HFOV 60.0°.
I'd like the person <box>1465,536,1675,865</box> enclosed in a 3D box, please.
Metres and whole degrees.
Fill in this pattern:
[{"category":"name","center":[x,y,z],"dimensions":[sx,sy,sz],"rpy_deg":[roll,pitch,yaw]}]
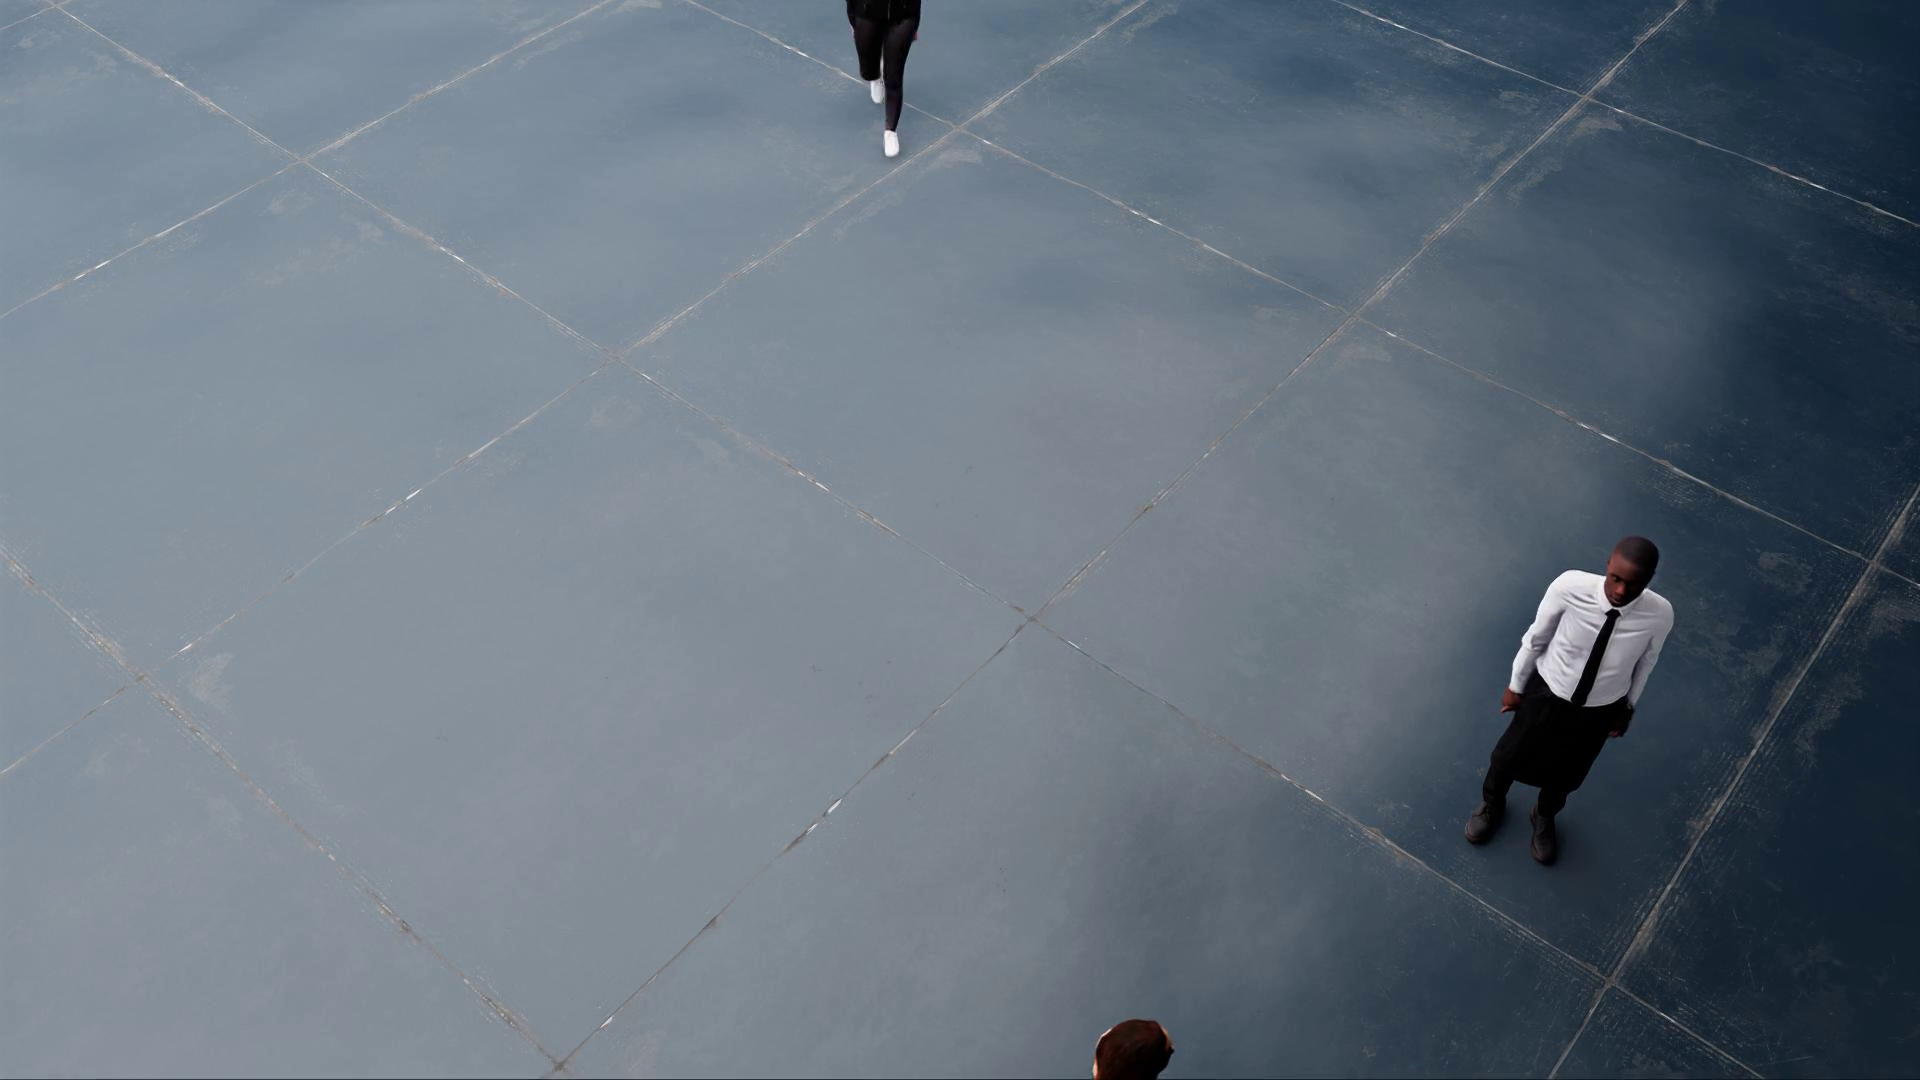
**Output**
[{"category":"person","center":[2.438,0.625,6.618],"dimensions":[0.708,1.836,0.651],"rpy_deg":[15,49,14]}]

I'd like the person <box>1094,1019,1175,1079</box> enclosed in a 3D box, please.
[{"category":"person","center":[0.556,2.000,5.587],"dimensions":[0.670,1.484,0.646],"rpy_deg":[-13,49,-12]}]

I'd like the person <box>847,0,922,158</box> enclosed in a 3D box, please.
[{"category":"person","center":[-0.466,-3.256,10.318],"dimensions":[0.941,1.672,1.021],"rpy_deg":[-2,47,-2]}]
